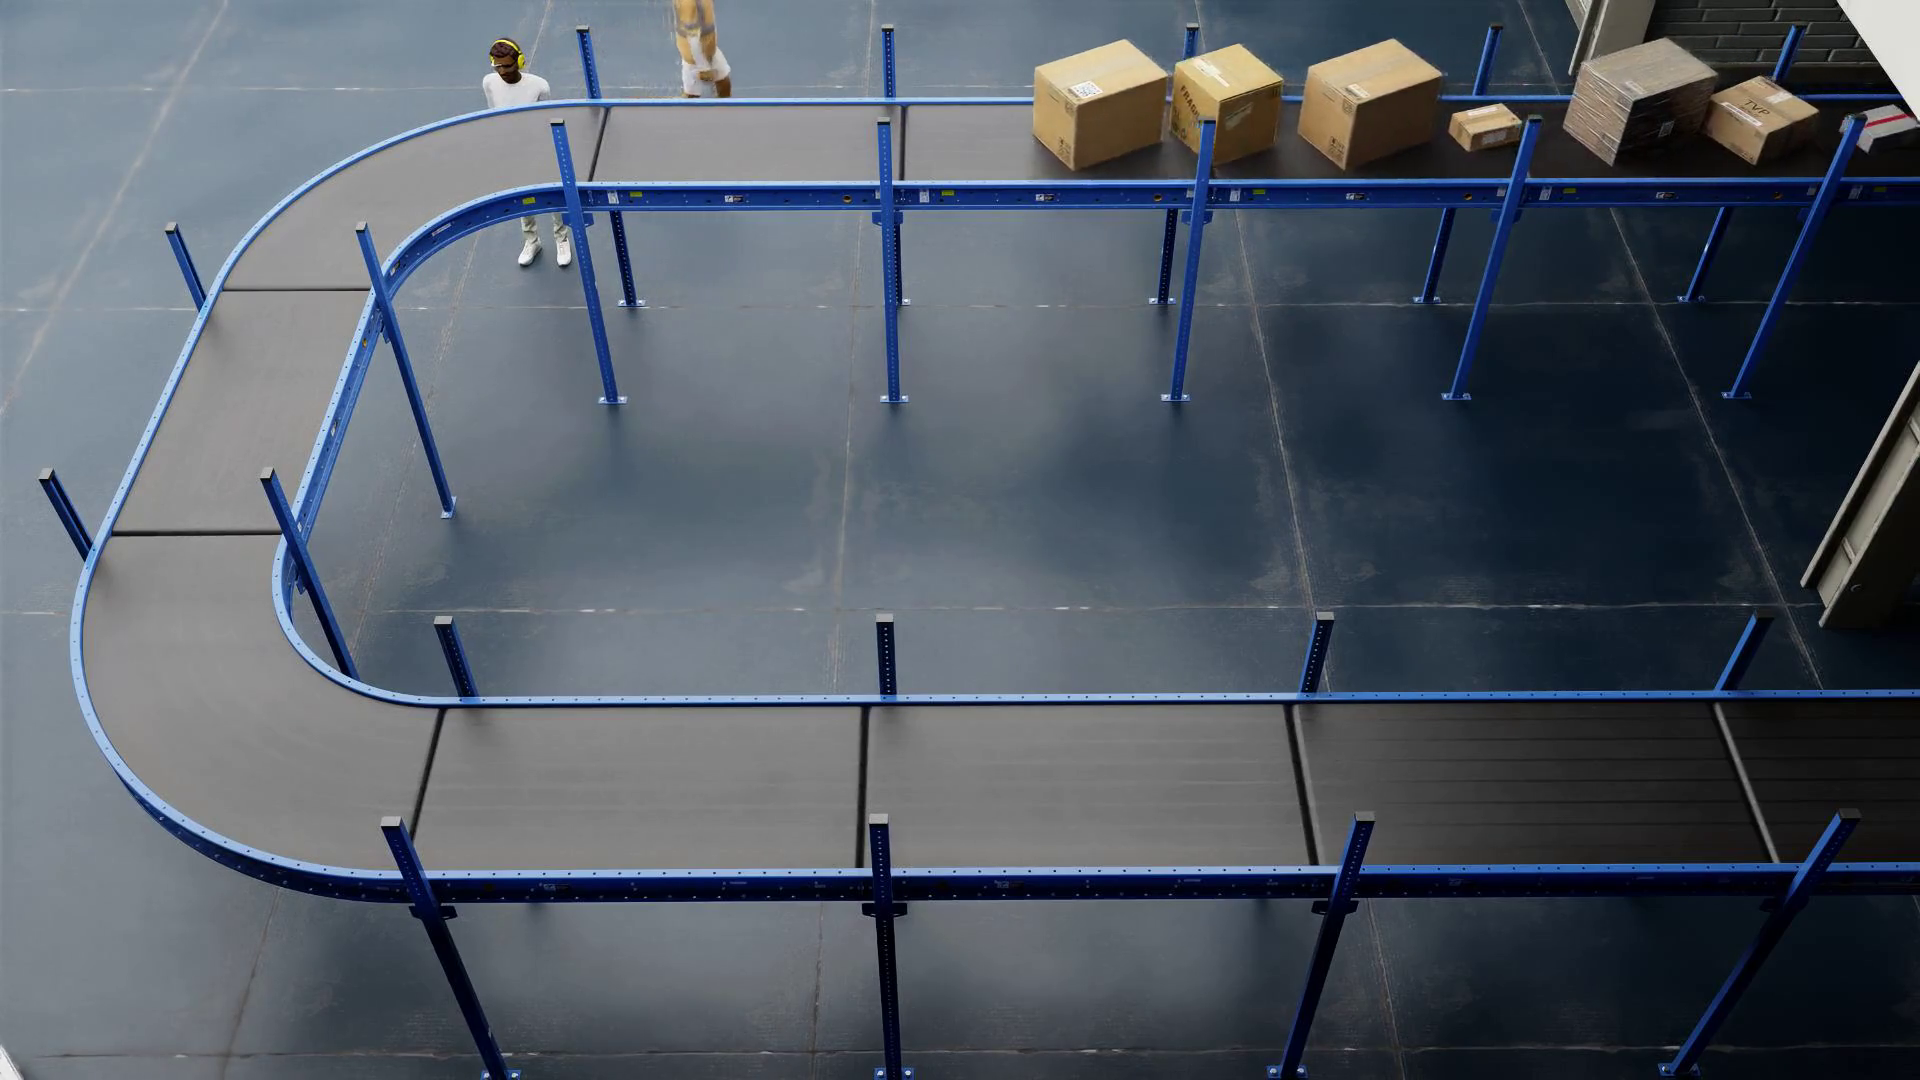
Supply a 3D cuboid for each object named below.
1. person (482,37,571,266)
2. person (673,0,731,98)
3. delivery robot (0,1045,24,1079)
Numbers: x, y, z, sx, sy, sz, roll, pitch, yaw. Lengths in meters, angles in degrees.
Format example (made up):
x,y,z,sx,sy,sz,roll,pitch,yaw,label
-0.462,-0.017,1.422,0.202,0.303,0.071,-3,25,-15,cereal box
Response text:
x,y,z,sx,sy,sz,roll,pitch,yaw,label
-3.185,-2.847,12.657,0.515,1.872,0.328,2,47,2,person
-2.149,-3.927,13.646,0.885,1.908,0.547,5,47,4,person
-4.688,2.738,8.294,0.477,0.478,0.707,-34,56,-28,delivery robot
